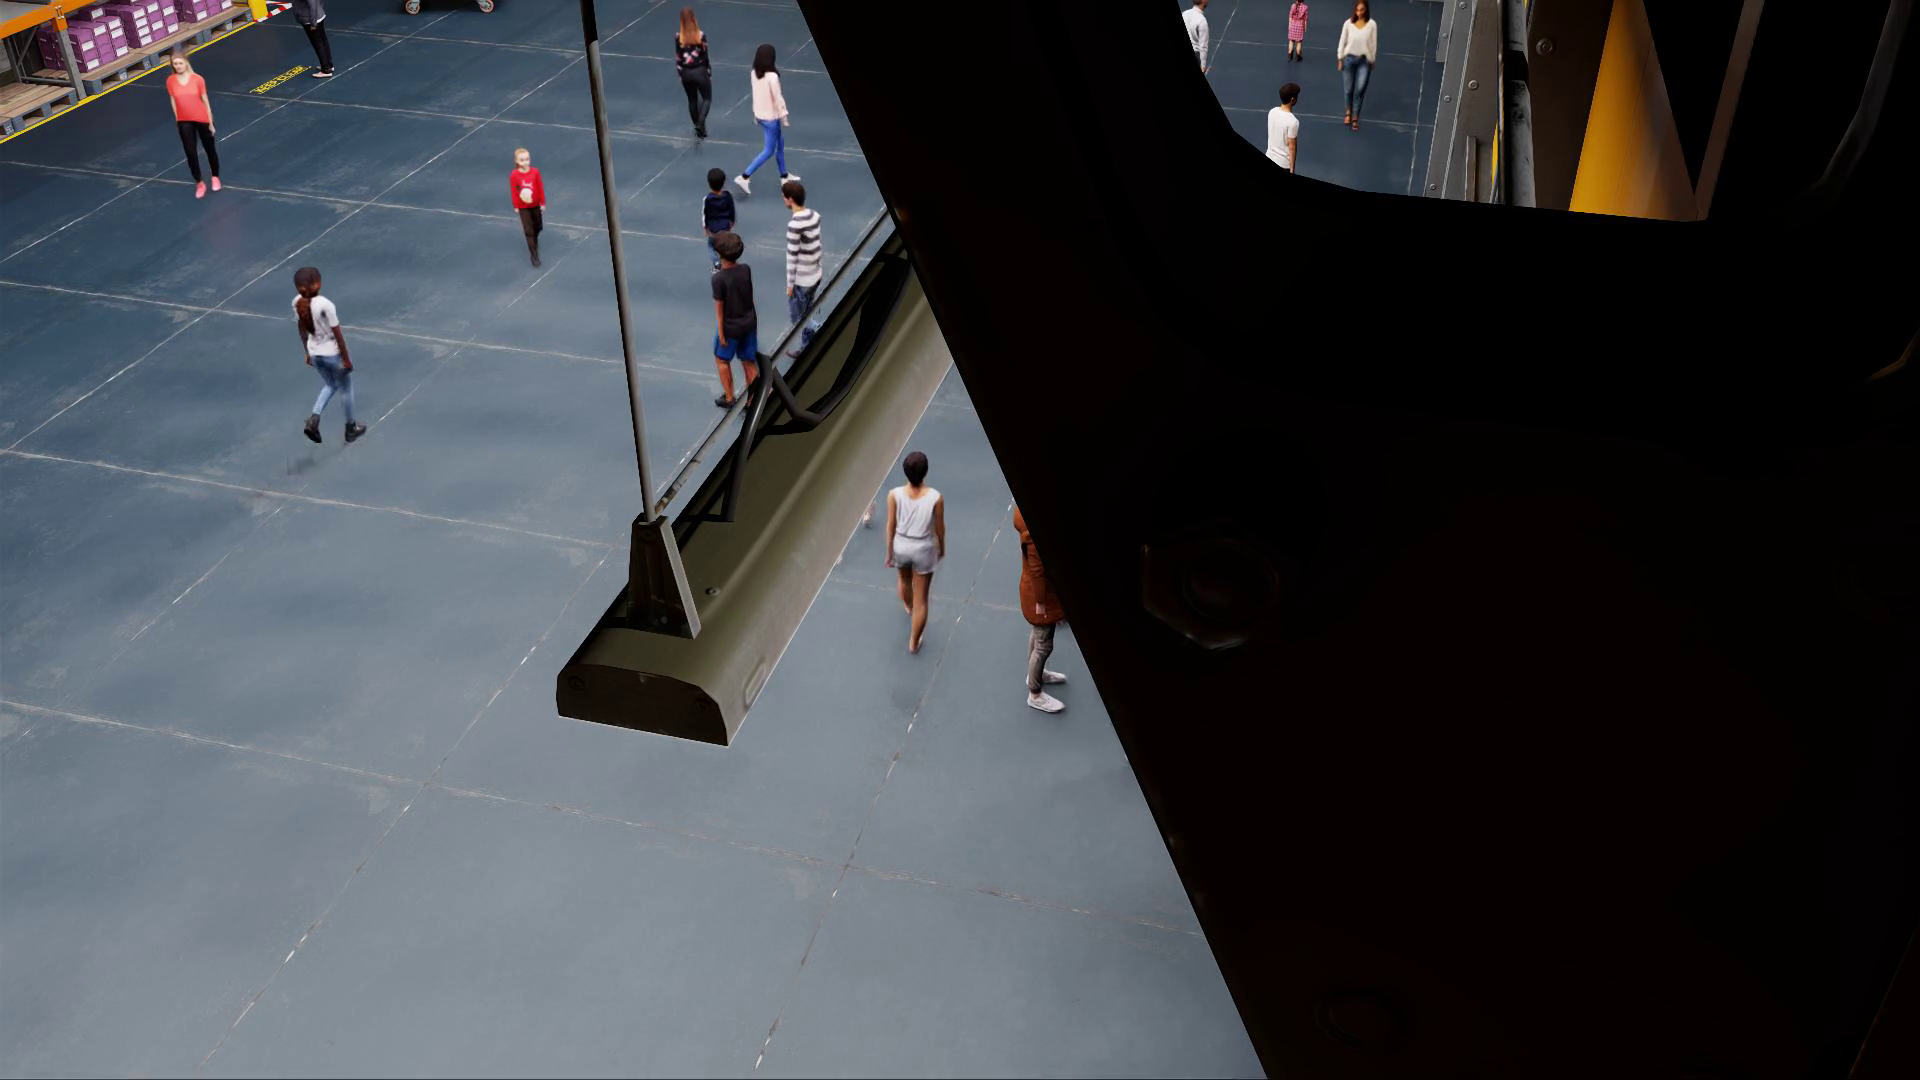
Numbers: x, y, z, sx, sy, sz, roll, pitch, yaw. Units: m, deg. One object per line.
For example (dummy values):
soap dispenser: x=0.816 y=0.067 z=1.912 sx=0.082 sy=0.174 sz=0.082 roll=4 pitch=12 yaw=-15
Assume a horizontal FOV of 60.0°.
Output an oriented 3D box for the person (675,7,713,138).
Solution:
person: x=-3.372 y=-5.891 z=21.102 sx=0.676 sy=1.673 sz=0.816 roll=2 pitch=34 yaw=3

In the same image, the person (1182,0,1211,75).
person: x=2.998 y=-6.226 z=21.474 sx=0.769 sy=1.818 sz=0.718 roll=-19 pitch=38 yaw=-27

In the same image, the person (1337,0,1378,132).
person: x=5.165 y=-6.235 z=21.630 sx=0.642 sy=1.662 sz=0.747 roll=9 pitch=35 yaw=13

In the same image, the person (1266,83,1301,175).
person: x=3.574 y=-4.277 z=18.632 sx=0.741 sy=1.718 sz=0.681 roll=-18 pitch=38 yaw=-25

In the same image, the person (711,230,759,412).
person: x=-1.956 y=-1.910 z=15.015 sx=0.773 sy=1.781 sz=0.838 roll=-23 pitch=40 yaw=-31

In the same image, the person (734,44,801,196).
person: x=-2.326 y=-4.909 z=19.566 sx=1.210 sy=1.736 sz=1.103 roll=-20 pitch=38 yaw=-27

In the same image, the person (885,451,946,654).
person: x=-0.341 y=0.122 z=12.121 sx=0.636 sy=1.600 sz=0.917 roll=4 pitch=34 yaw=7

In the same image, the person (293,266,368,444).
person: x=-5.591 y=-1.574 z=14.578 sx=0.662 sy=1.706 sz=0.883 roll=14 pitch=36 yaw=20

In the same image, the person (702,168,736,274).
person: x=-2.554 y=-3.337 z=17.677 sx=0.609 sy=1.210 sz=0.656 roll=-15 pitch=36 yaw=-21

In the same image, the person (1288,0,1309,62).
person: x=4.878 y=-7.447 z=24.031 sx=0.451 sy=1.021 sz=0.472 roll=13 pitch=36 yaw=19

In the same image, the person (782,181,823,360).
person: x=-1.389 y=-2.479 z=15.837 sx=0.849 sy=1.817 sz=0.909 roll=11 pitch=35 yaw=16

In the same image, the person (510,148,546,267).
person: x=-4.712 y=-3.664 z=18.116 sx=0.780 sy=1.268 sz=0.864 roll=-15 pitch=36 yaw=-21

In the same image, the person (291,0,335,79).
person: x=-9.061 y=-7.316 z=23.313 sx=0.819 sy=1.597 sz=0.706 roll=-2 pitch=34 yaw=-3

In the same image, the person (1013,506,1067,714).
person: x=0.580 y=0.348 z=11.566 sx=0.812 sy=1.839 sz=0.693 roll=3 pitch=34 yaw=4

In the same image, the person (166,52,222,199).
person: x=-9.025 y=-4.951 z=19.685 sx=0.780 sy=1.676 sz=0.876 roll=-9 pitch=35 yaw=-14
